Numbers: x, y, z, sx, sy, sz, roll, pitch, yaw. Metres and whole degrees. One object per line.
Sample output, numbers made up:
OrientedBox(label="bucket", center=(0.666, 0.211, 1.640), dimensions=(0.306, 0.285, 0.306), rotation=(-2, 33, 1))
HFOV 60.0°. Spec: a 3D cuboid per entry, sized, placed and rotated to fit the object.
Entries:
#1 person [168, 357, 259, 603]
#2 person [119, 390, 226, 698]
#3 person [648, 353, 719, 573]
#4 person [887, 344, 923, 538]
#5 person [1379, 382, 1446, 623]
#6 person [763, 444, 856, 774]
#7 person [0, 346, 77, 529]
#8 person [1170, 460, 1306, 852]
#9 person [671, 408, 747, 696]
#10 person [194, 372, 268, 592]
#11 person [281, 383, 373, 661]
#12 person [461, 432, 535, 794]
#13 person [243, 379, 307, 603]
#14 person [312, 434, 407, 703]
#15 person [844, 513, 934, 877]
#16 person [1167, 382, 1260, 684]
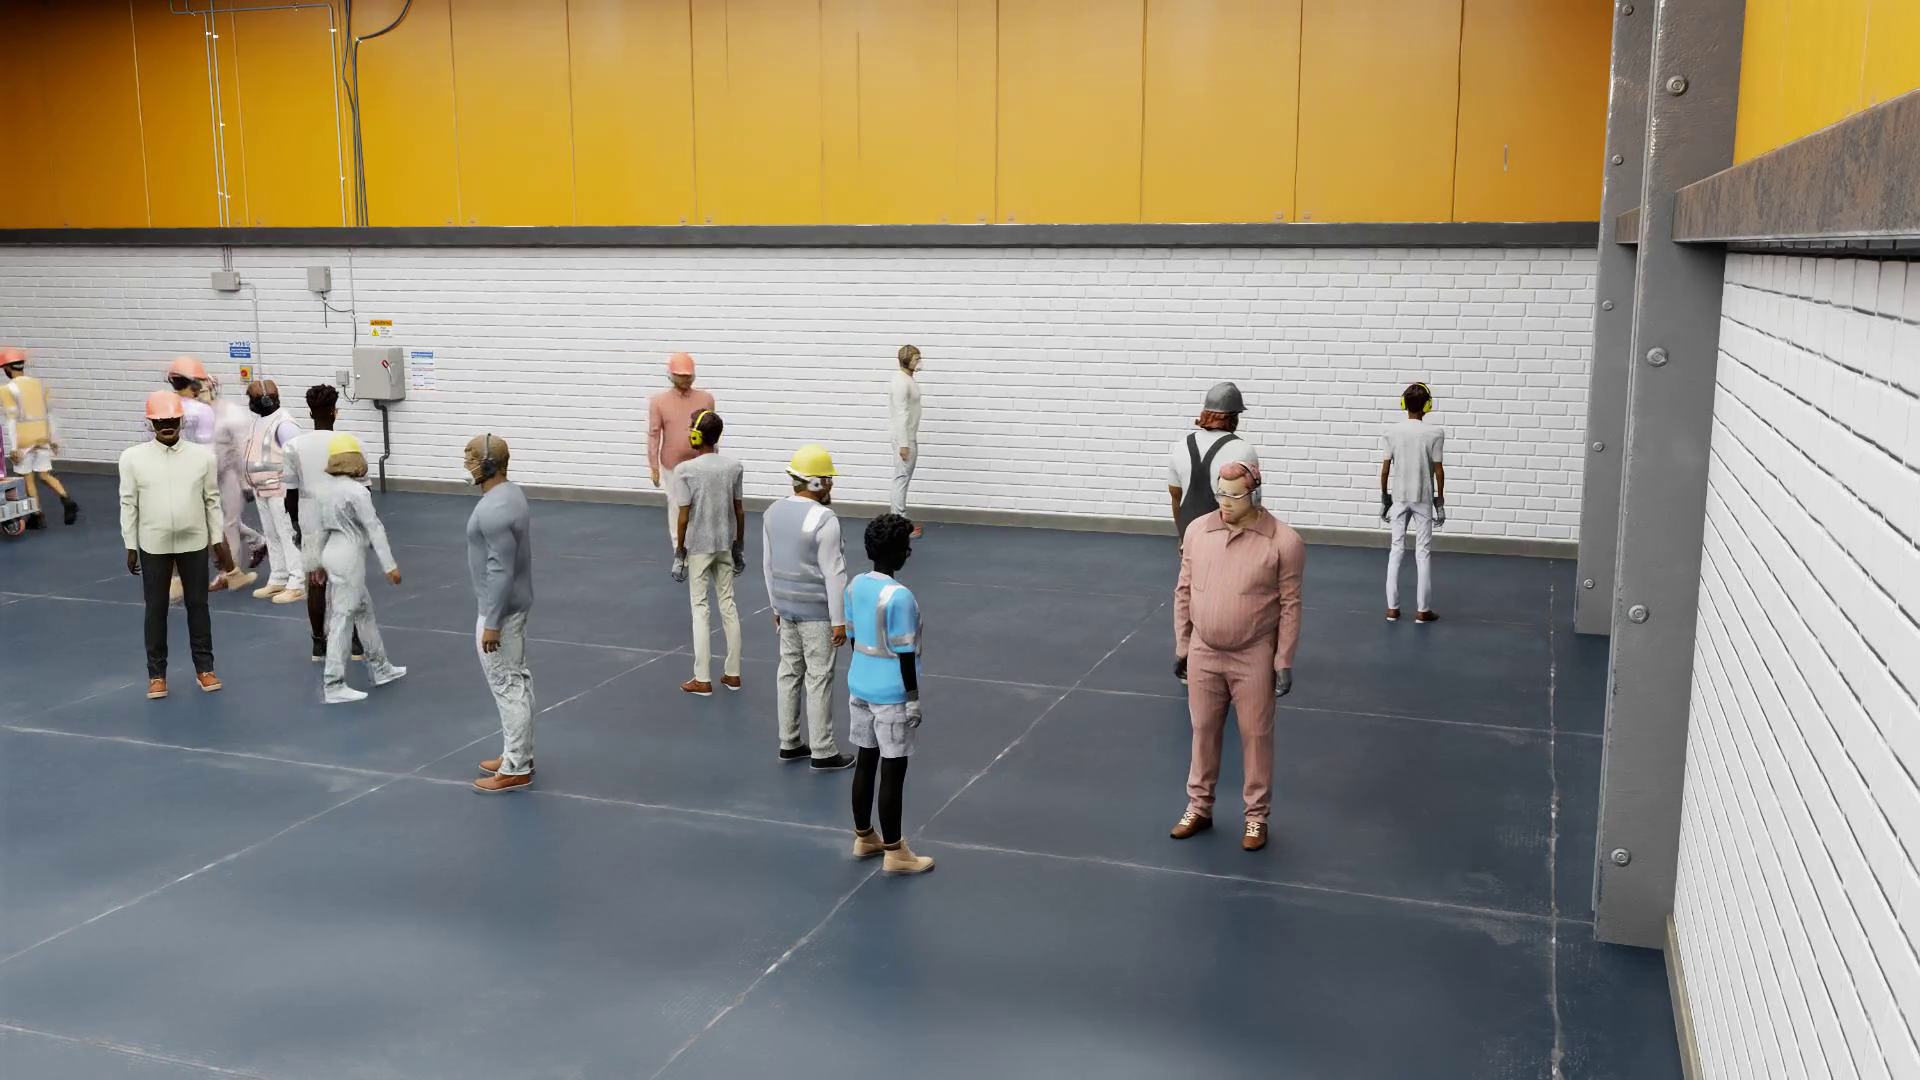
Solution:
OrientedBox(label="person", center=(-6.318, -0.510, 13.789), dimensions=(0.632, 2.003, 0.863), rotation=(4, 11, 20))
OrientedBox(label="person", center=(-5.112, 0.021, 10.828), dimensions=(0.611, 1.996, 0.379), rotation=(-6, 12, -32))
OrientedBox(label="person", center=(-2.432, -0.668, 14.804), dimensions=(0.657, 1.953, 0.973), rotation=(-4, 11, -19))
OrientedBox(label="person", center=(-0.542, -0.999, 16.731), dimensions=(0.366, 1.938, 0.630), rotation=(1, 10, 4))
OrientedBox(label="person", center=(3.519, -0.289, 12.928), dimensions=(0.522, 1.873, 0.324), rotation=(6, 11, 29))
OrientedBox(label="person", center=(-0.831, 0.379, 9.277), dimensions=(0.600, 1.827, 0.404), rotation=(10, 14, 43))
OrientedBox(label="person", center=(-9.435, -1.022, 16.971), dimensions=(0.705, 1.904, 0.558), rotation=(3, 11, 19))
OrientedBox(label="person", center=(1.325, 0.556, 8.090), dimensions=(0.639, 1.901, 0.406), rotation=(6, 12, 29))
OrientedBox(label="person", center=(-1.642, 0.076, 10.856), dimensions=(0.532, 1.876, 0.319), rotation=(-7, 13, -36))
OrientedBox(label="person", center=(-6.241, -0.529, 14.275), dimensions=(0.664, 1.875, 0.739), rotation=(5, 11, 27))
OrientedBox(label="person", center=(-4.418, -0.119, 11.695), dimensions=(0.606, 1.967, 0.367), rotation=(-1, 10, -3))
OrientedBox(label="person", center=(-2.470, 0.387, 8.930), dimensions=(0.358, 1.937, 0.636), rotation=(-1, 10, -8))
OrientedBox(label="person", center=(-5.636, -0.402, 13.662), dimensions=(0.629, 1.836, 0.429), rotation=(9, 14, 43))
OrientedBox(label="person", center=(-3.866, 0.167, 10.807), dimensions=(0.577, 1.702, 0.795), rotation=(8, 13, 39))
OrientedBox(label="person", center=(-0.344, 0.715, 7.771), dimensions=(0.320, 1.693, 0.531), rotation=(-6, 12, -32))
OrientedBox(label="person", center=(1.735, -0.029, 10.984), dimensions=(0.536, 2.000, 0.673), rotation=(-10, 14, -43))
